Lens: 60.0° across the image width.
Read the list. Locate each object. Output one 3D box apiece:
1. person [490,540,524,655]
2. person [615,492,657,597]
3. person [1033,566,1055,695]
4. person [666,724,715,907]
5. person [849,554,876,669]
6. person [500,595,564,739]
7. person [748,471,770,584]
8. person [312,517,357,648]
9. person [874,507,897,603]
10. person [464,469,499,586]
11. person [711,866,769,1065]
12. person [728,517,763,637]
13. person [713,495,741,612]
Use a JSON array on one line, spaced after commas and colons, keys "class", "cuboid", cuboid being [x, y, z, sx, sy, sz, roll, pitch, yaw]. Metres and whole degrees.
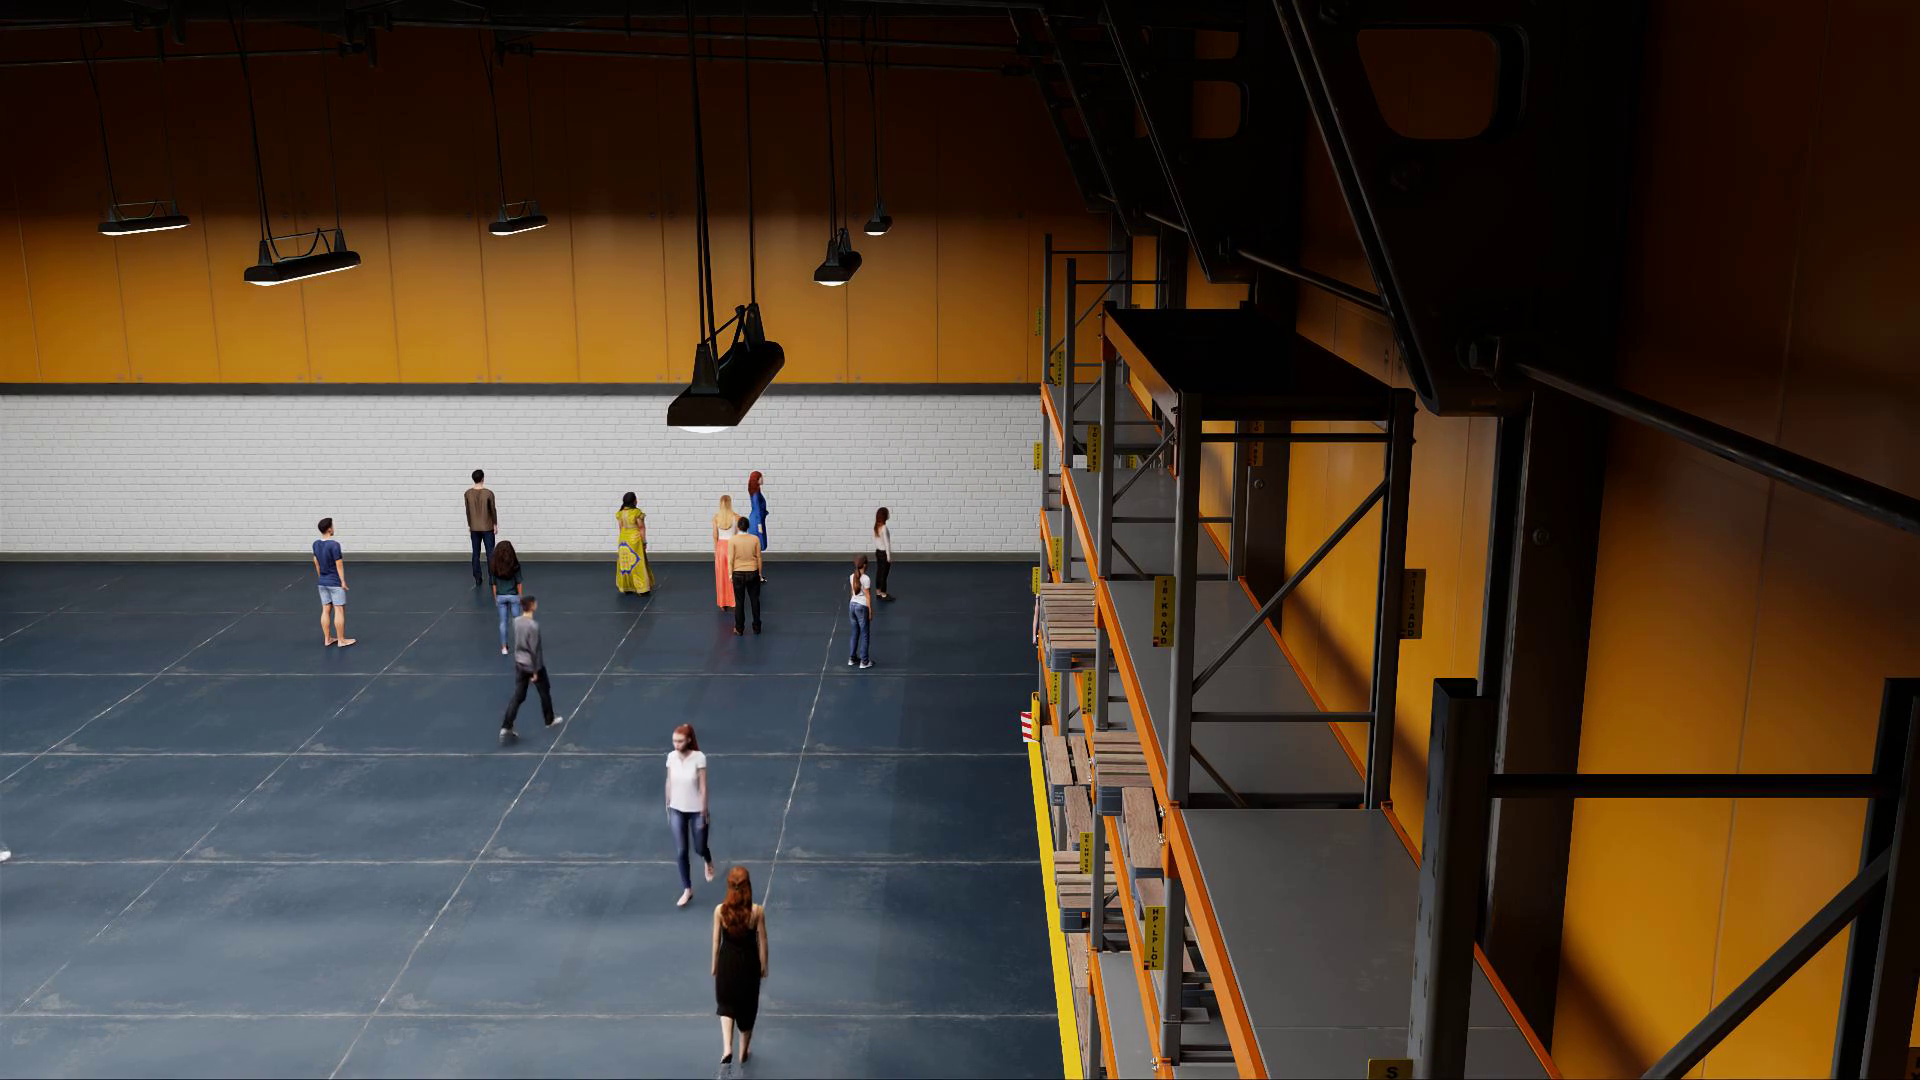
[{"class": "person", "cuboid": [-6.324, 0.794, 23.268, 0.598, 1.617, 0.592, -1, 14, -3]}, {"class": "person", "cuboid": [-5.173, 0.046, 26.267, 0.978, 1.660, 0.960, 6, 15, 23]}, {"class": "person", "cuboid": [1.172, 1.176, 21.430, 0.682, 1.740, 0.702, 9, 16, 31]}, {"class": "person", "cuboid": [-2.534, 2.558, 15.748, 0.693, 1.727, 0.913, 3, 14, 12]}, {"class": "person", "cuboid": [-1.363, 0.953, 22.733, 0.616, 1.561, 0.669, 12, 18, 40]}, {"class": "person", "cuboid": [-5.231, 1.549, 19.919, 1.007, 1.725, 1.238, 8, 16, 29]}, {"class": "person", "cuboid": [-3.299, -0.221, 27.010, 0.712, 1.829, 0.566, -3, 14, -11]}, {"class": "person", "cuboid": [-8.927, 0.594, 23.598, 0.691, 1.850, 0.679, 5, 15, 21]}, {"class": "person", "cuboid": [-1.206, 0.215, 25.943, 0.679, 1.484, 0.568, -7, 15, -27]}, {"class": "person", "cuboid": [-7.723, -0.210, 26.843, 0.646, 1.887, 0.543, 0, 14, 2]}, {"class": "person", "cuboid": [-1.709, 3.330, 12.805, 0.593, 1.612, 0.734, 0, 14, -1]}, {"class": "person", "cuboid": [-3.112, 0.513, 24.140, 0.721, 1.754, 0.693, -4, 14, -16]}, {"class": "person", "cuboid": [-3.543, 0.191, 25.368, 0.655, 1.802, 0.617, 2, 14, 8]}]
